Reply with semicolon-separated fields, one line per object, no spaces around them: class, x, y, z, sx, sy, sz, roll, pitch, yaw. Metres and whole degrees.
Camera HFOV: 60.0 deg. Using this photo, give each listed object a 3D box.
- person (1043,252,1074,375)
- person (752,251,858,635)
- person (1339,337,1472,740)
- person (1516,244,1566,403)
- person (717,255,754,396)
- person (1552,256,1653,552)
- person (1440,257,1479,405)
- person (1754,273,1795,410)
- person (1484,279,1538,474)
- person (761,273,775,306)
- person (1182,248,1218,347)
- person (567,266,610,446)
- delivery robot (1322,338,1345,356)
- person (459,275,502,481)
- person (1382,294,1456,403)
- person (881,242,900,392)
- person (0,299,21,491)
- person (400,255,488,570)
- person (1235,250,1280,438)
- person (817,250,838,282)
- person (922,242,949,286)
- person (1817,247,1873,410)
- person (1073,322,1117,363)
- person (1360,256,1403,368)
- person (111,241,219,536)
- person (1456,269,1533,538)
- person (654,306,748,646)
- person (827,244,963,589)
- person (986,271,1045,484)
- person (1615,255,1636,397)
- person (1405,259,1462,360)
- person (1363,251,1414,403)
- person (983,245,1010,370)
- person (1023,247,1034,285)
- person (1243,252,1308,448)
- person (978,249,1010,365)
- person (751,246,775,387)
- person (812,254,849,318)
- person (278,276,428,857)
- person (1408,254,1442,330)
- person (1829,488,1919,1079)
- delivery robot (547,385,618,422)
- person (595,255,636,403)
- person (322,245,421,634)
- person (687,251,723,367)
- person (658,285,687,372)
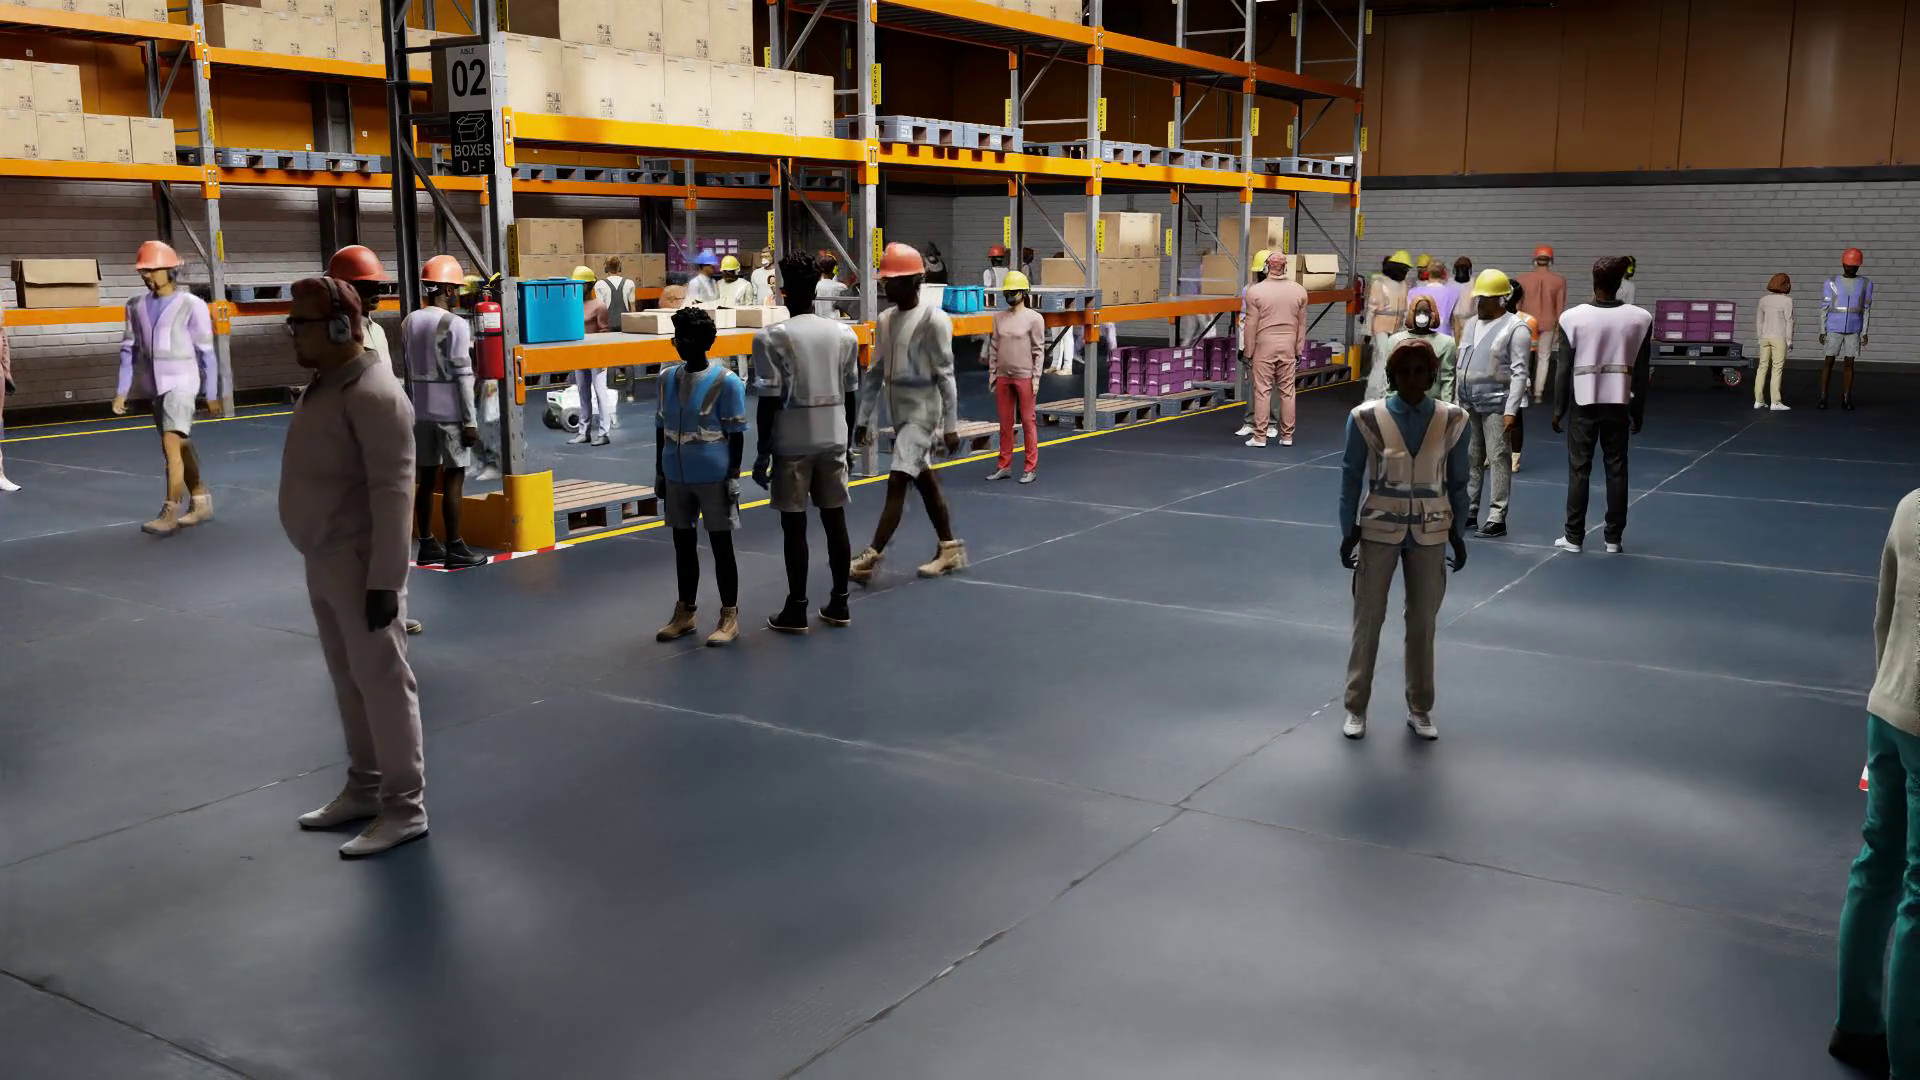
person;1.515;-3.409;25.073;0.430;1.845;0.620;-6;12;-30
person;-0.797;-0.494;8.572;0.607;1.966;0.373;-7;12;-34
person;1.794;0.001;6.739;0.521;1.639;0.311;1;10;5
person;7.157;-2.666;20.574;0.622;1.975;0.627;4;11;22
person;-2.961;-2.765;21.555;0.586;1.823;0.403;4;11;22
person;4.142;-0.855;10.771;0.591;1.898;0.392;1;10;6
person;6.038;-2.506;20.156;0.647;1.804;0.835;4;11;20
person;9.753;-2.372;19.901;0.283;1.633;0.497;-4;11;-23
person;4.745;-1.421;14.470;0.322;1.692;0.530;-9;13;-40
person;-2.138;-2.313;19.557;0.513;1.641;0.307;5;11;26
person;3.804;-3.568;25.849;0.711;1.894;0.636;-1;10;-7
person;-3.671;-1.810;16.420;0.526;1.769;0.328;7;12;34
delivery robot;5.596;-2.789;24.940;0.707;0.478;0.477;-6;12;-29
person;-4.045;-1.351;13.993;0.486;1.730;0.386;6;12;31
person;3.300;-0.950;12.014;0.497;1.636;0.285;3;11;17
person;-0.880;-2.964;22.183;0.382;1.995;0.612;1;10;8
person;-7.821;-1.306;13.236;0.400;1.910;0.643;4;11;23
person;-3.176;-0.783;10.284;0.541;1.932;0.382;6;12;31
person;3.119;-2.005;17.087;0.585;1.917;0.382;7;12;34
person;-1.916;-3.266;24.158;0.337;1.882;0.584;-3;11;-14
person;-0.493;-4.221;29.018;0.702;2.000;0.608;-4;11;-23
person;10.566;-2.515;19.866;0.543;1.933;0.369;3;11;19
person;2.260;-3.814;27.279;0.983;1.866;0.644;-3;11;-18
person;6.577;-3.505;25.788;0.660;1.788;0.980;-3;11;-16
person;-5.535;-1.036;11.465;0.619;2.007;0.914;3;11;18
person;3.599;-0.934;11.391;0.404;1.829;0.588;-5;11;-27
person;-1.312;-0.315;8.330;0.540;1.696;0.315;5;11;26
person;-0.382;-0.715;9.722;1.043;1.986;0.641;-7;13;-35
person;0.461;-1.355;13.903;0.525;1.769;0.309;7;12;34
person;8.349;-2.704;21.209;0.890;1.842;0.530;-3;11;-14
person;5.070;-2.090;17.823;0.585;1.825;0.439;2;10;12
person;5.167;-2.520;20.021;0.620;1.884;0.656;-7;13;-36
person;0.574;-3.608;25.911;0.552;1.934;0.363;-6;12;-32
person;1.216;-4.508;31.038;0.359;1.886;0.573;-2;11;-13
person;3.056;-1.850;16.256;0.642;1.909;0.410;-2;11;-13
person;0.746;-3.743;26.805;1.026;1.890;0.648;-4;11;-19
person;-2.610;-3.058;22.858;0.632;1.940;0.372;4;11;22
person;-1.455;-2.255;18.600;0.508;1.872;0.329;2;10;10
person;-2.037;0.087;5.526;0.403;1.904;0.651;-8;13;-38
person;6.233;-2.925;22.416;0.592;1.833;0.404;8;13;38
person;2.317;0.452;3.890;0.331;1.768;0.526;1;10;4
delivery robot;-4.021;-1.489;17.739;0.707;0.478;0.477;-8;13;-38
person;-4.272;-2.612;20.660;0.506;1.841;0.346;-4;11;-23
person;-2.976;-0.460;8.309;0.377;1.995;0.612;1;10;3
person;-3.226;-2.697;21.013;1.011;1.900;0.608;3;11;16
person;-2.476;-1.398;14.507;0.279;1.633;0.504;-2;10;-13
